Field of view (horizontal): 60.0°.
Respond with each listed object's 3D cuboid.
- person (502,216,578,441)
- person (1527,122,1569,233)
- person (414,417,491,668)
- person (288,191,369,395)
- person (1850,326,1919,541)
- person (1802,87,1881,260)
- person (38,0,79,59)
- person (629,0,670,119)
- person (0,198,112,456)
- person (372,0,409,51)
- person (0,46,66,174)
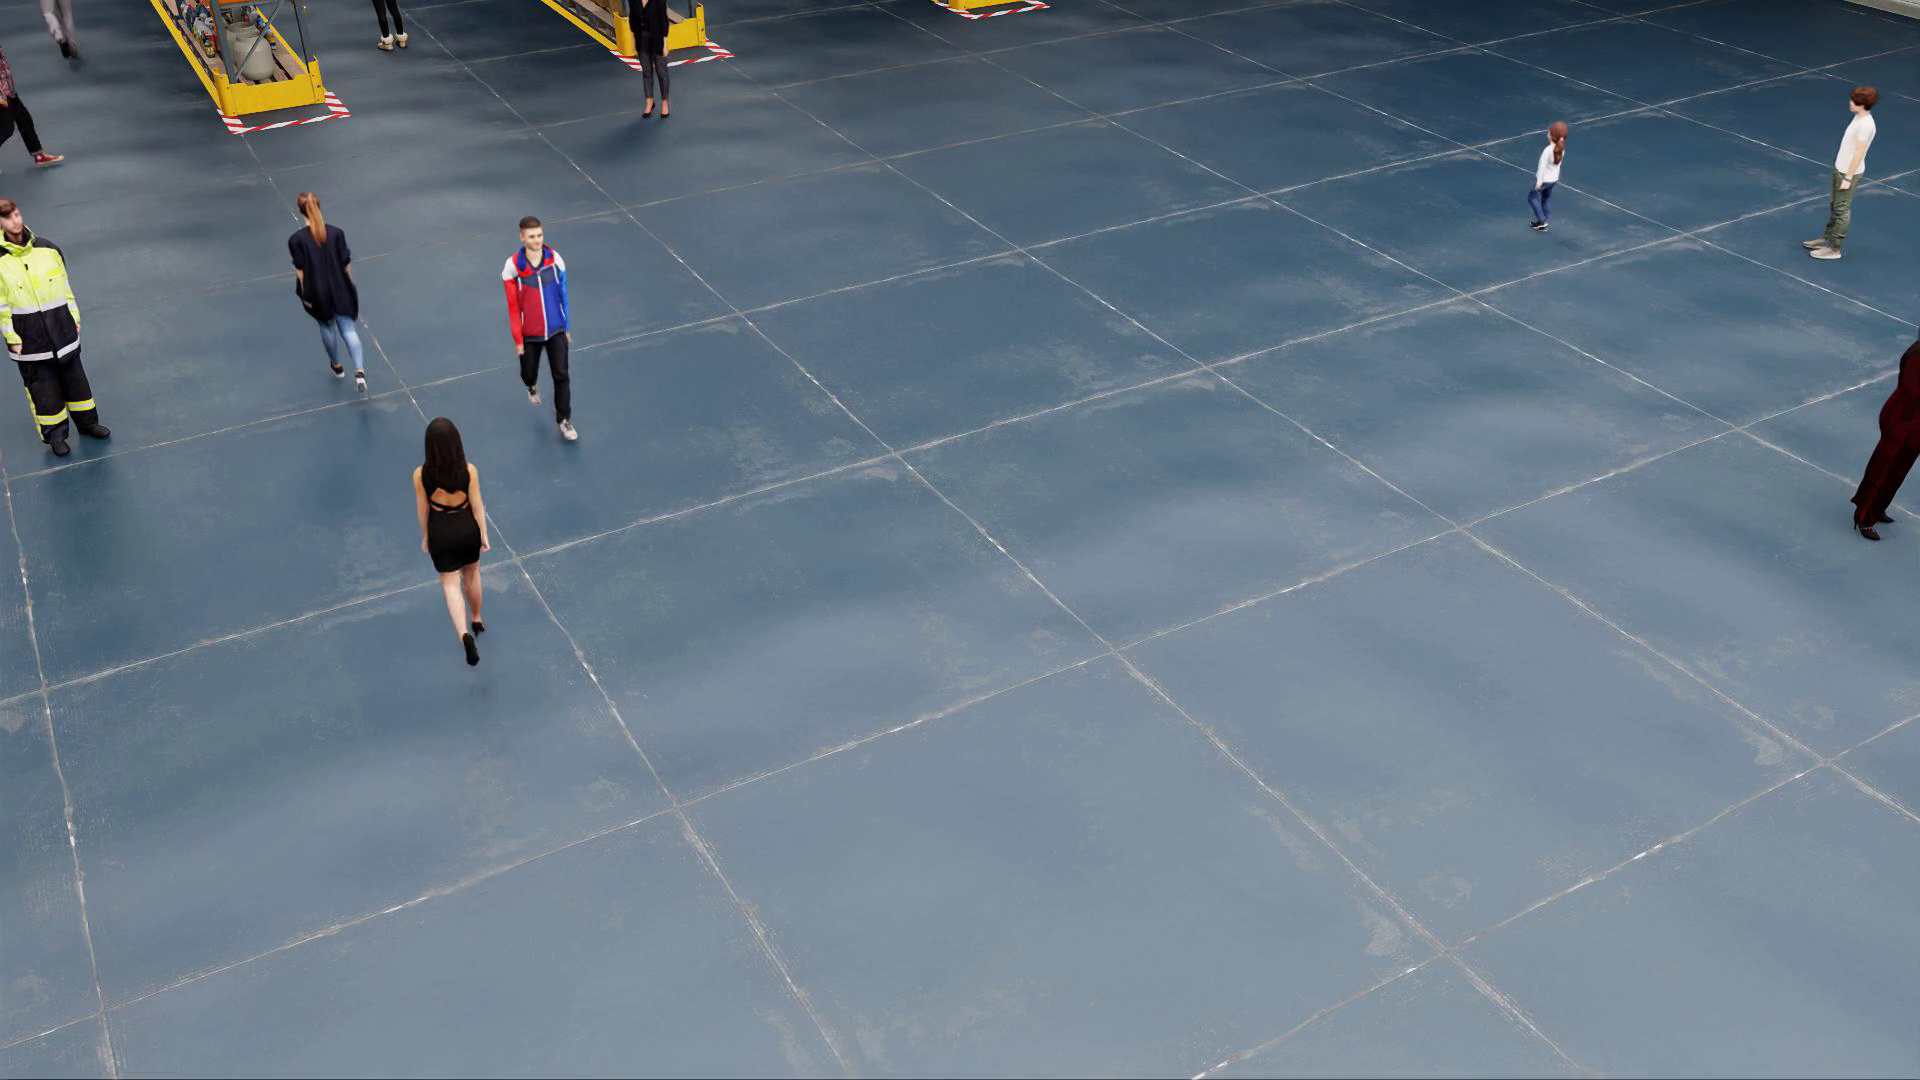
[{"bbox_3d":[-3.250,-1.654,12.806,0.676,1.740,1.004,-15,35,-23],"label":"person"},{"bbox_3d":[5.846,-3.572,16.444,0.461,1.103,0.489,-20,38,-29],"label":"person"},{"bbox_3d":[-3.100,0.046,10.214,0.677,1.630,0.992,-10,34,-15],"label":"person"},{"bbox_3d":[-5.047,-1.951,13.355,0.608,1.657,1.056,-17,36,-24],"label":"person"},{"bbox_3d":[6.551,-0.841,11.502,0.712,1.758,0.736,25,40,34],"label":"person"},{"bbox_3d":[8.445,-3.496,15.806,0.724,1.655,0.666,9,33,13],"label":"person"},{"bbox_3d":[-11.598,-7.065,21.257,0.674,1.875,0.994,-19,37,-27],"label":"person"},{"bbox_3d":[-3.599,-5.803,19.404,0.724,1.719,0.790,9,33,14],"label":"person"},{"bbox_3d":[-6.932,-1.630,12.536,0.821,1.987,0.862,21,38,29],"label":"person"},{"bbox_3d":[-7.607,-7.305,21.841,0.643,1.659,0.605,-26,41,-35],"label":"person"},{"bbox_3d":[-10.333,-4.787,17.760,0.813,1.753,1.050,-14,35,-21],"label":"person"}]
